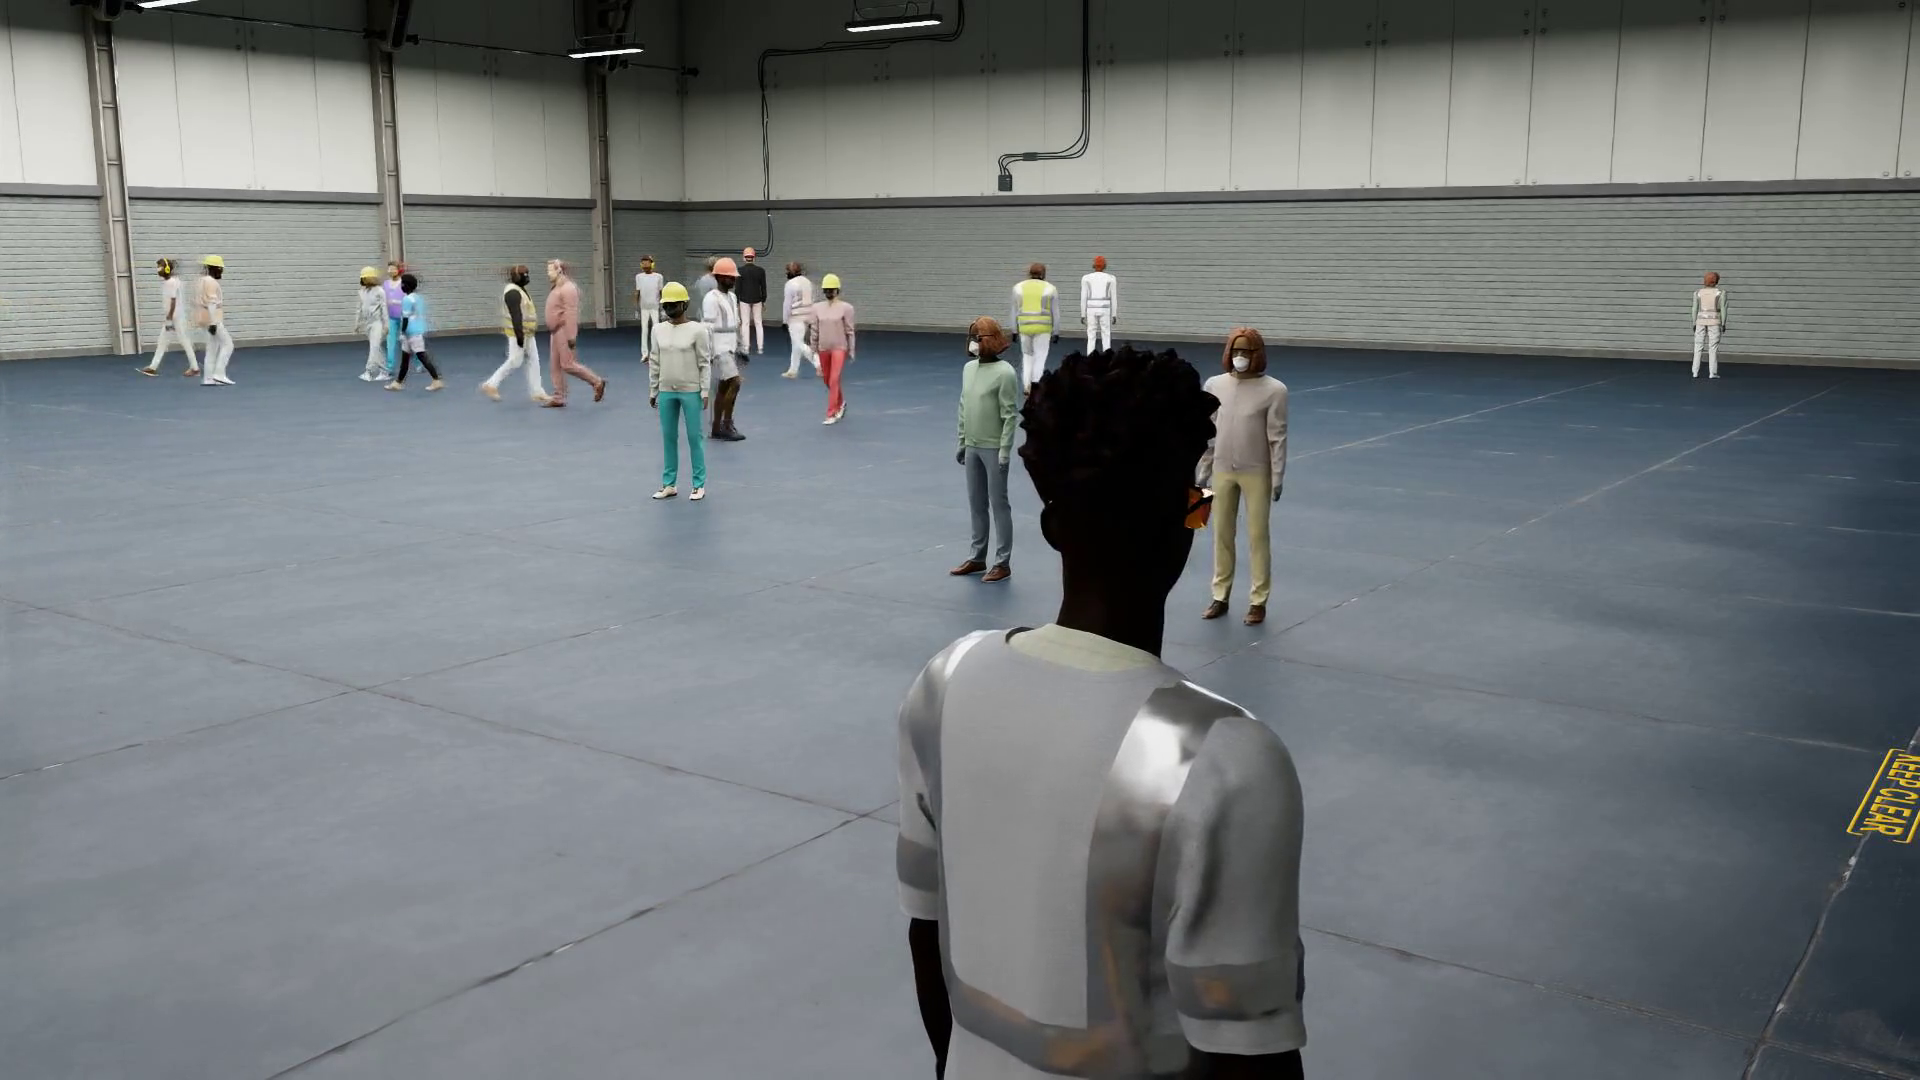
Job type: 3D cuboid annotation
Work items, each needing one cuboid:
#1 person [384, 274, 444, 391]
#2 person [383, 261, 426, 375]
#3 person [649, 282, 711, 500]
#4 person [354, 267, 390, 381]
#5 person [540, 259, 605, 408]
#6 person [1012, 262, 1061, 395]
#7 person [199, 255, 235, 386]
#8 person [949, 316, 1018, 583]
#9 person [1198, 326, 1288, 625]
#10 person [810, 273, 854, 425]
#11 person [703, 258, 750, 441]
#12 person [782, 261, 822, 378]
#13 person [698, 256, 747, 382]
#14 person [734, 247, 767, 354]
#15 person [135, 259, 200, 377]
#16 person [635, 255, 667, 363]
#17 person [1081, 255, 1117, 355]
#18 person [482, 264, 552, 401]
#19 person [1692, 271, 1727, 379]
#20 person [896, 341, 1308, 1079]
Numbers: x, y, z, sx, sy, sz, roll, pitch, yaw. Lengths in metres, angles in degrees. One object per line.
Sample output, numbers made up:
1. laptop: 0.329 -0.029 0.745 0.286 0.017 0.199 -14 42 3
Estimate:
1. person: -7.680 -2.903 23.347 0.857 1.652 0.540 -1 10 -3
2. person: -8.851 -3.523 26.380 0.574 1.813 0.942 4 11 20
3. person: -2.278 -1.198 13.470 0.533 1.767 0.321 3 11 16
4. person: -8.905 -3.231 25.026 0.509 1.704 0.854 5 11 24
5. person: -4.961 -2.618 21.105 0.725 1.885 0.636 -6 12 -29
6. person: 1.043 -2.804 22.305 0.652 1.823 0.559 3 11 18
7. person: -10.860 -3.199 24.293 0.562 1.896 0.615 -6 12 -31
8. person: 0.156 -0.560 10.266 0.285 1.633 0.499 -8 13 -38
9. person: 1.543 -0.351 9.116 0.504 1.632 0.290 7 12 33
10. person: -1.454 -2.228 19.337 0.531 1.737 0.822 4 11 20
11. person: -2.408 -2.000 17.540 0.629 1.918 0.558 3 10 14
12. person: -2.415 -3.367 25.522 0.828 1.810 0.644 5 11 26
13. person: -3.746 -3.305 24.973 1.037 1.891 0.639 4 11 20
14. person: -3.951 -4.500 31.324 0.614 1.993 0.395 -4 11 -19
15. person: -12.290 -3.418 25.733 0.945 1.822 0.555 -9 13 -41
16. person: -5.377 -3.997 28.909 0.562 1.859 0.343 1 10 5
17. person: 2.250 -3.671 26.987 0.584 1.882 0.337 1 10 4
18. person: -5.810 -2.701 21.767 0.849 1.819 0.628 0 10 0
19. person: 11.513 -3.298 25.574 0.514 1.645 0.308 9 13 40
20. person: 0.180 0.747 2.010 0.361 1.965 0.613 -8 13 -39
